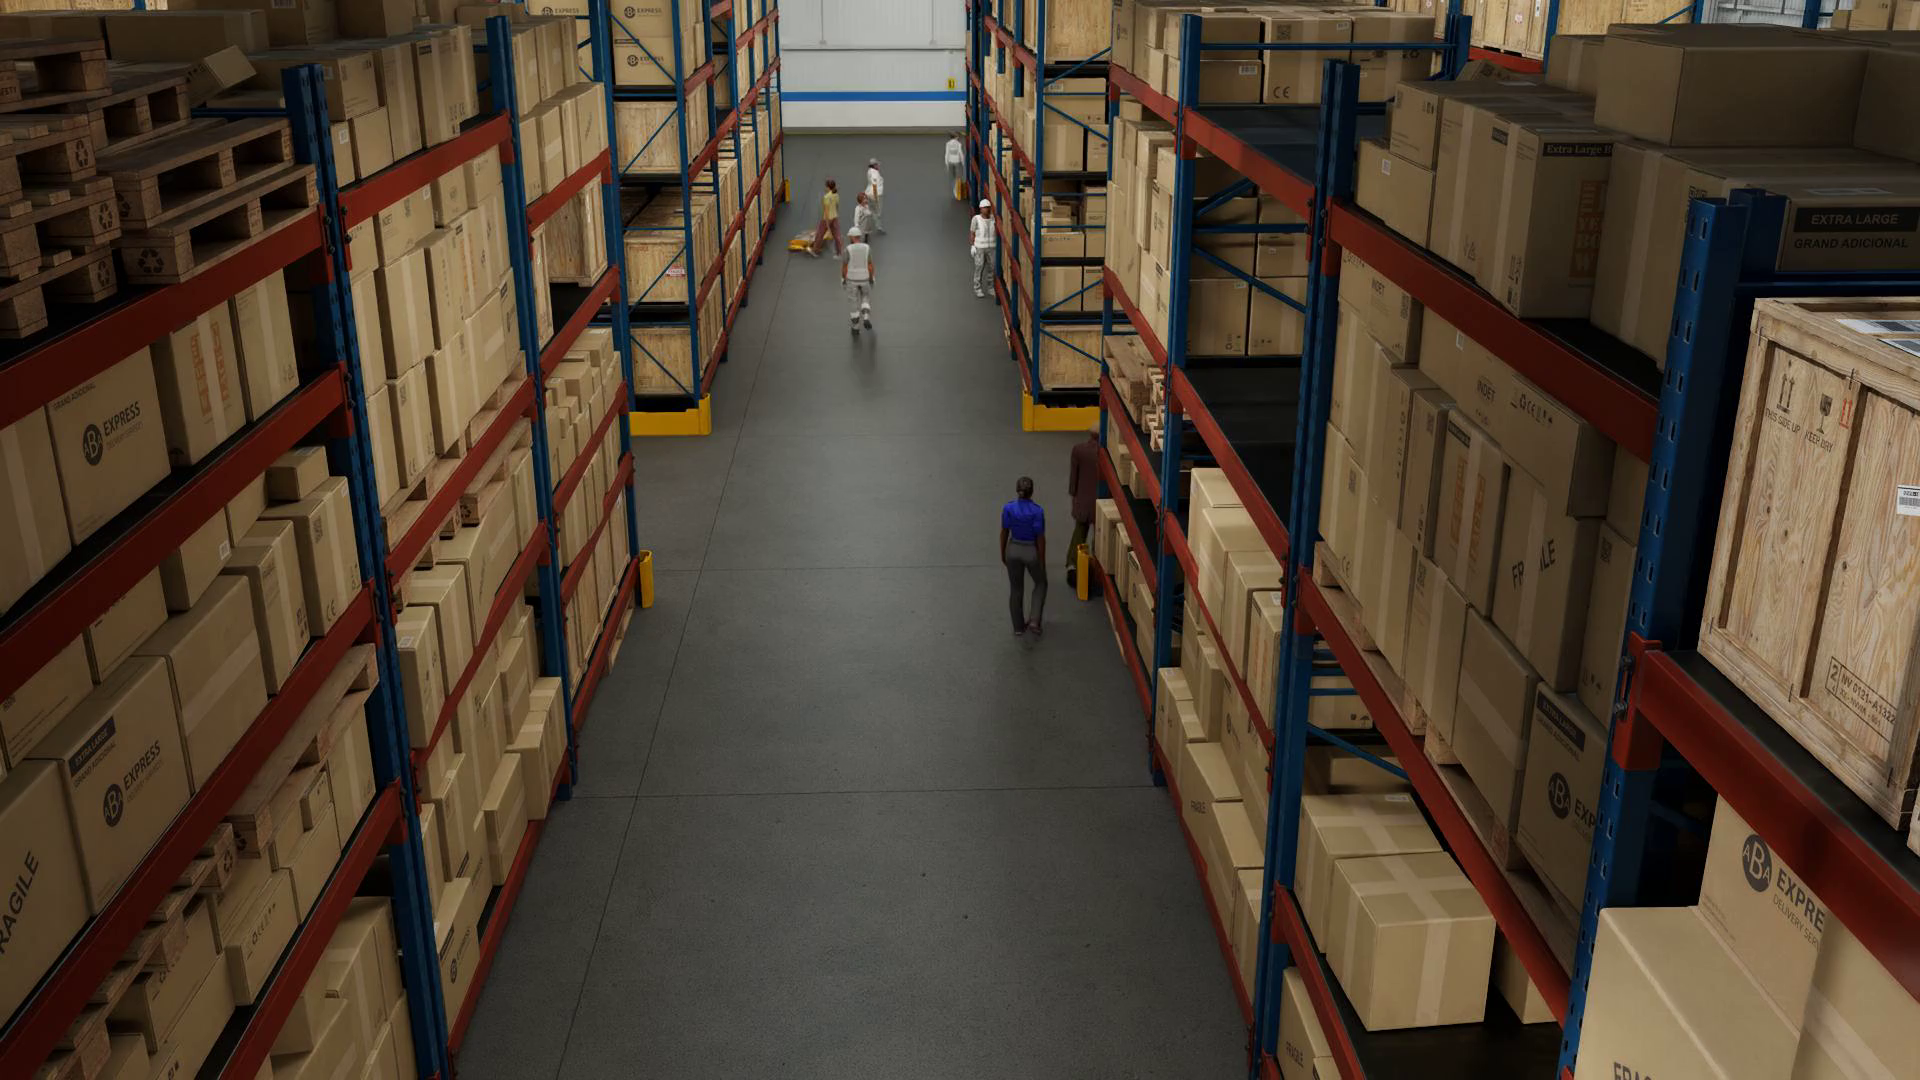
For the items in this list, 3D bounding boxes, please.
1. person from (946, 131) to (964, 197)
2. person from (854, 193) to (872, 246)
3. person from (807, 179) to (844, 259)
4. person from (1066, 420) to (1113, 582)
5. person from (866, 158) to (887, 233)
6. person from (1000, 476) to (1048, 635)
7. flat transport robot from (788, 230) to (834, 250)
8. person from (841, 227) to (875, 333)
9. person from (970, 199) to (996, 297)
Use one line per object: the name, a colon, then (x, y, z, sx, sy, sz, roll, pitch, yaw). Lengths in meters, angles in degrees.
person: (-0.126, -9.522, 42.148, 0.524, 1.662, 0.685, 11, 23, 27)
person: (-1.908, -6.102, 33.082, 0.332, 1.602, 0.409, 10, 23, 24)
person: (-2.764, -6.671, 34.511, 0.902, 1.640, 0.457, 17, 26, 38)
person: (1.396, -0.405, 17.557, 0.604, 1.795, 0.723, 12, 24, 29)
person: (-1.941, -7.714, 37.287, 0.592, 1.660, 0.534, -7, 21, -17)
person: (0.624, 0.149, 16.226, 0.467, 1.653, 0.435, 6, 21, 15)
flat transport robot: (-3.219, -6.476, 36.088, 0.659, 0.263, 1.431, 4, 21, 11)
person: (-1.755, -4.433, 28.290, 0.570, 1.790, 0.437, -7, 22, -18)
person: (0.486, -5.459, 31.095, 0.555, 1.789, 0.396, -9, 22, -24)
